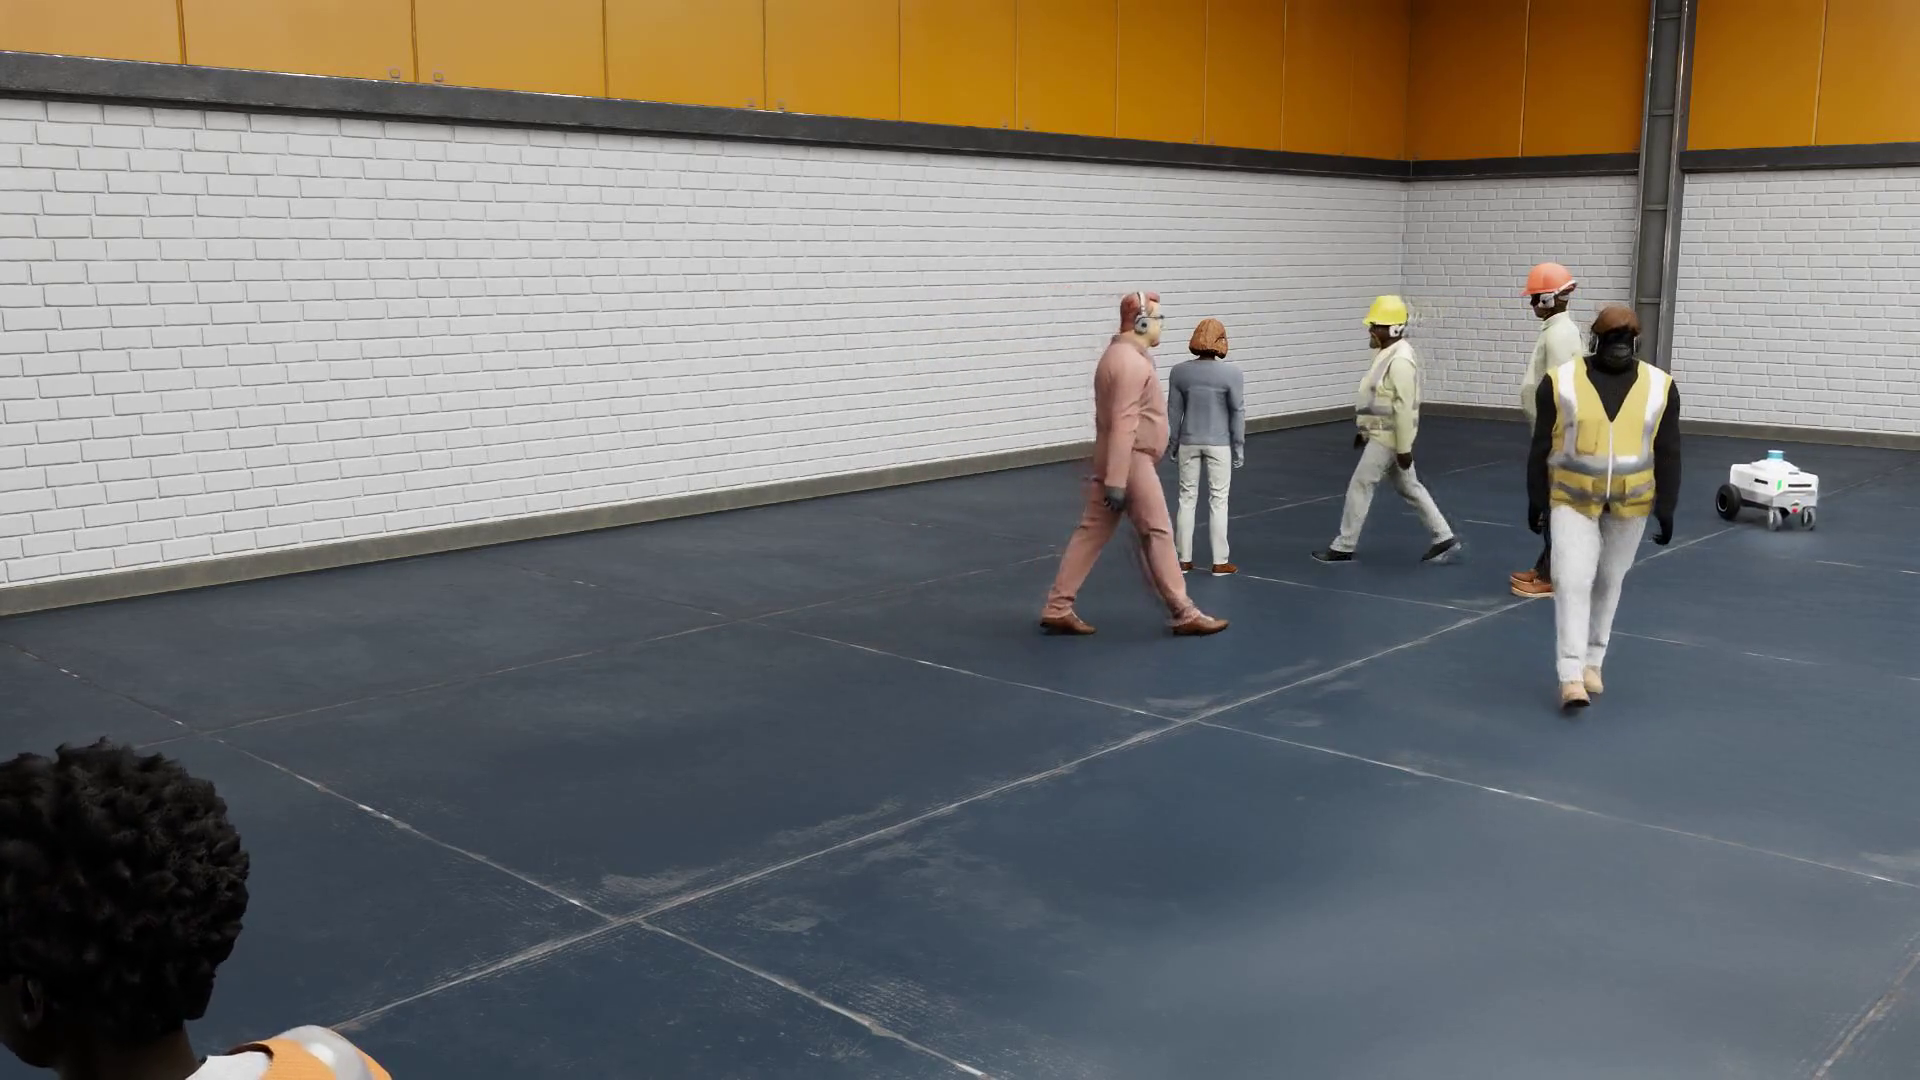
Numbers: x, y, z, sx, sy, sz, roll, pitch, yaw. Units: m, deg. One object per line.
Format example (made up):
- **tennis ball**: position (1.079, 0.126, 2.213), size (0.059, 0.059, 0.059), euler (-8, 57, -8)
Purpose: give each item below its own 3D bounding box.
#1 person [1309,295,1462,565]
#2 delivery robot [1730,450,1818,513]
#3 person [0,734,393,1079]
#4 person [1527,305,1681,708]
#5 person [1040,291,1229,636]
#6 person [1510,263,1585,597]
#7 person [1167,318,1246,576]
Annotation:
- **person**: position (2.834, -0.702, 10.823), size (0.956, 1.783, 0.591), euler (2, 10, 13)
- **delivery robot**: position (6.103, -0.428, 12.481), size (0.477, 0.478, 0.707), euler (-1, 10, -5)
- **person**: position (-0.645, 1.000, 1.420), size (0.321, 1.683, 0.529), euler (3, 10, 15)
- **person**: position (2.902, -0.133, 7.476), size (0.640, 1.806, 0.903), euler (2, 10, 11)
- **person**: position (0.899, -0.388, 8.842), size (1.016, 1.852, 0.656), euler (-1, 10, -7)
- **person**: position (3.505, -0.649, 9.925), size (0.401, 1.987, 0.612), euler (4, 11, 20)
- **person**: position (1.565, -0.587, 10.579), size (0.509, 1.632, 0.266), euler (5, 11, 26)
